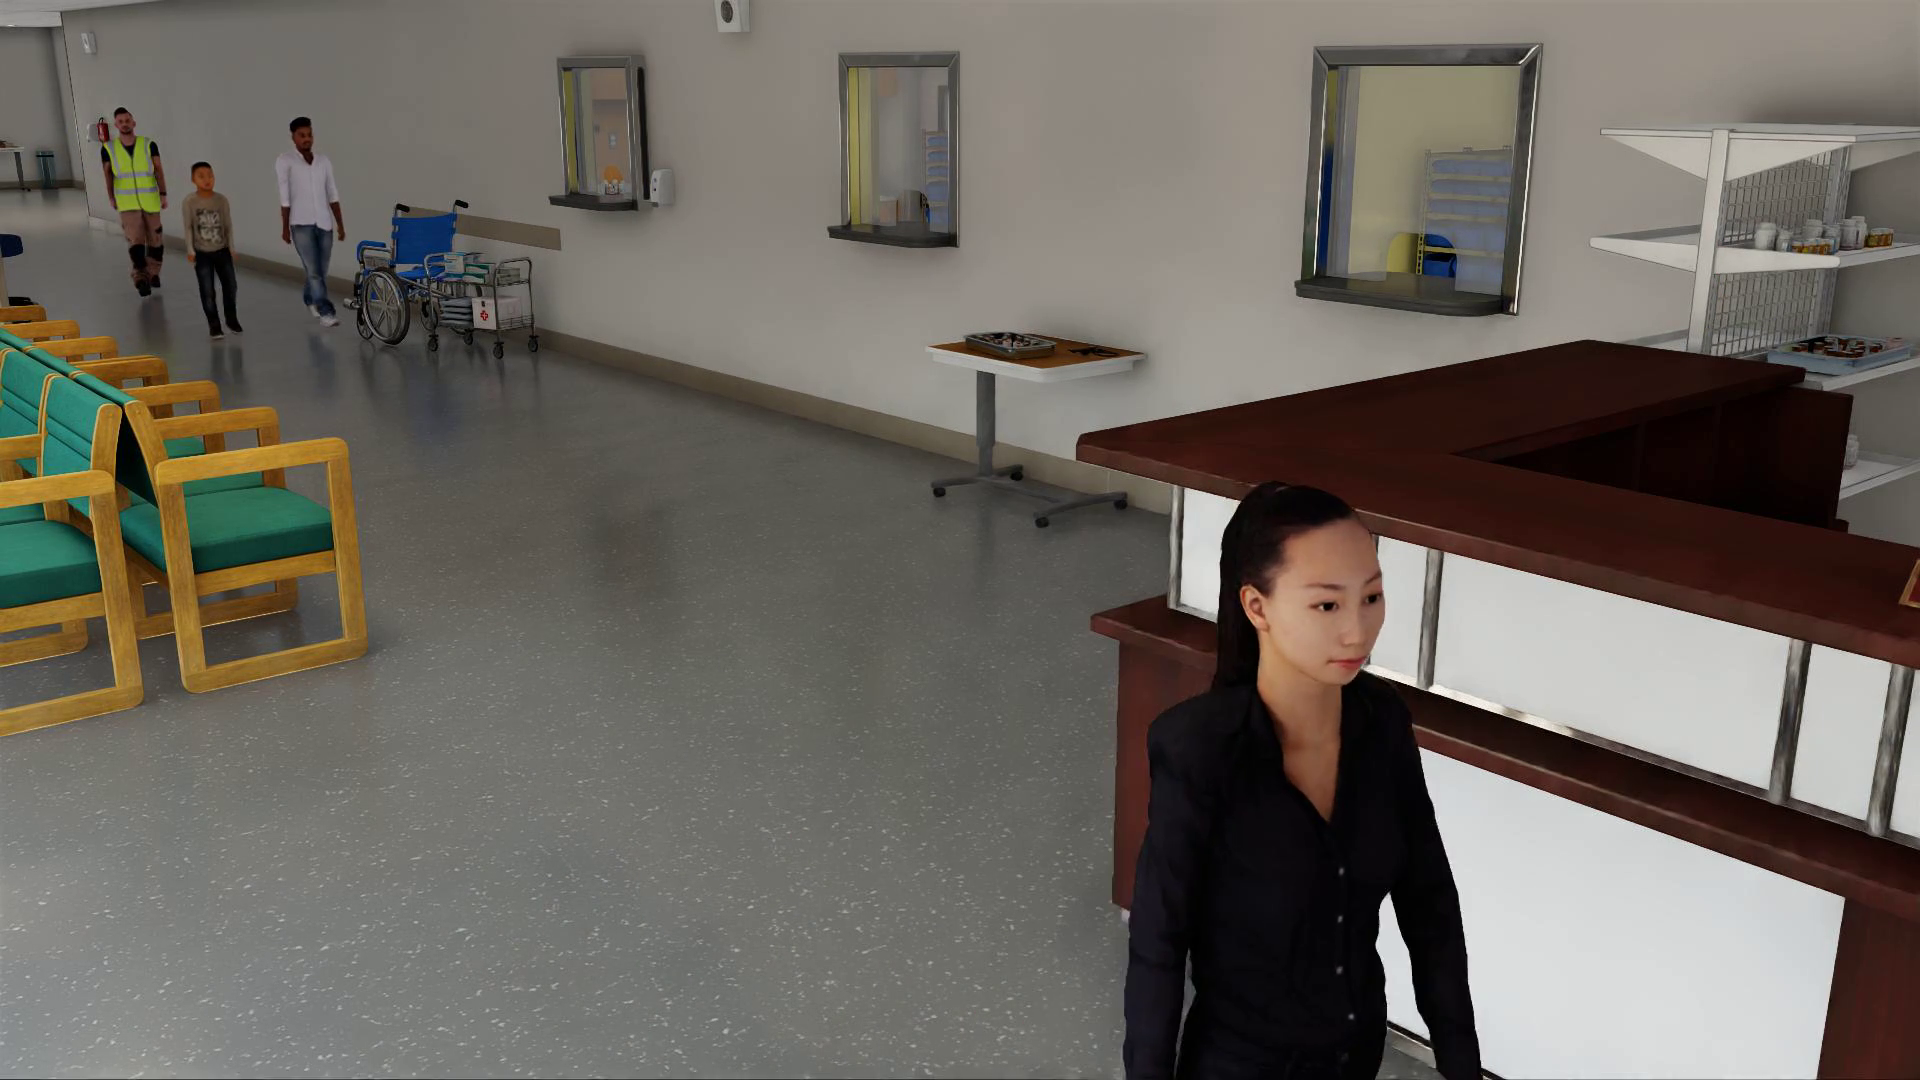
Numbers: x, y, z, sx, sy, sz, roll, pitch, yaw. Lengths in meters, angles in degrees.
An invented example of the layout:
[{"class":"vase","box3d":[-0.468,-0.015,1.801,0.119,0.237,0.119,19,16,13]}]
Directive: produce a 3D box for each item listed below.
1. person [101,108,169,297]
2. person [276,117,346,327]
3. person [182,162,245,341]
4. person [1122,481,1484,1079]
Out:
[{"class":"person","box3d":[-8.192,-3.363,16.598,1.089,1.821,0.842,-10,19,-31]},{"class":"person","box3d":[-5.719,-2.769,14.598,0.794,1.763,1.129,15,21,42]},{"class":"person","box3d":[-6.293,-2.416,13.914,0.461,1.455,0.618,-11,19,-35]},{"class":"person","box3d":[0.384,0.748,2.297,0.993,1.669,0.731,-10,18,-31]}]
